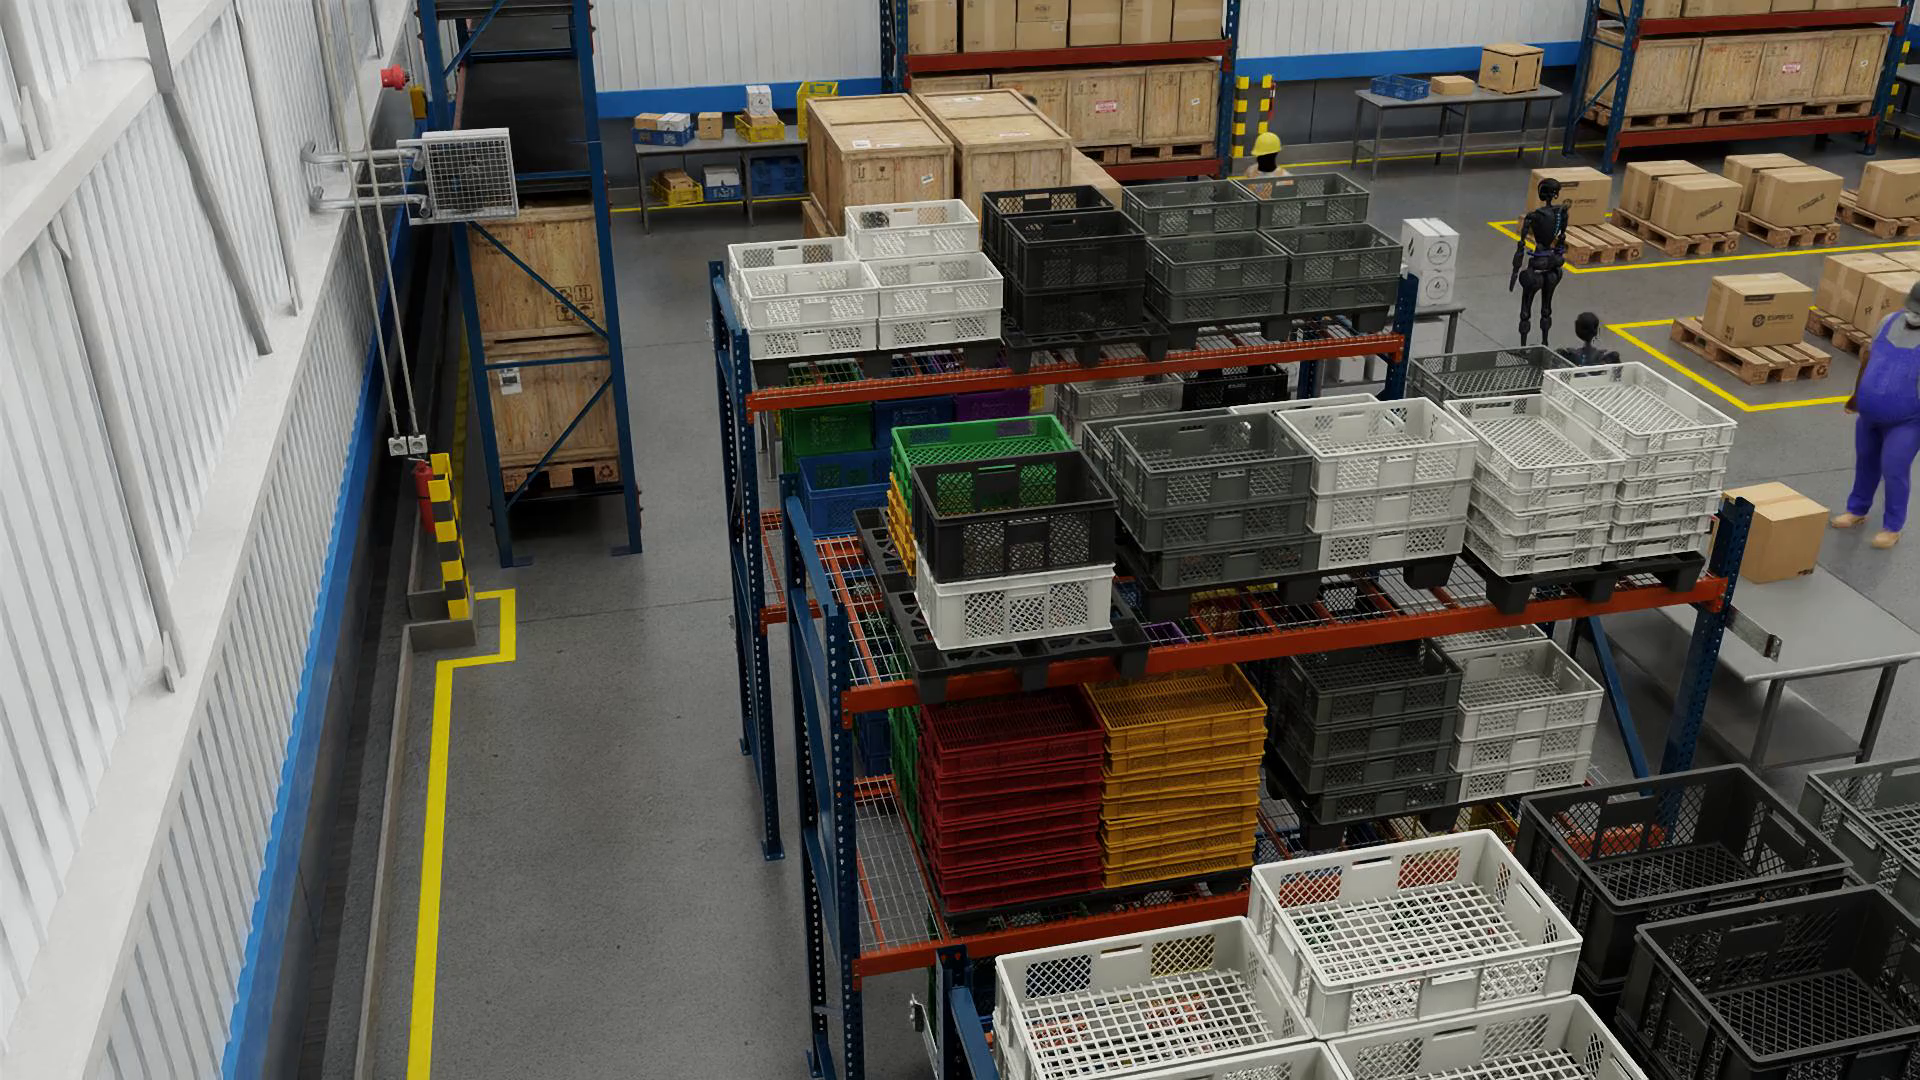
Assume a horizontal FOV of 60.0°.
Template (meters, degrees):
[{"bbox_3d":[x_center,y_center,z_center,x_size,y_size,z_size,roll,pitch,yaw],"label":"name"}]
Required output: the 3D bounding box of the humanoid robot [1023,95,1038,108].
[{"bbox_3d":[0.650,-4.132,18.443,0.785,1.643,0.575,11,30,19],"label":"humanoid robot"}]

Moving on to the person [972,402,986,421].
[{"bbox_3d":[0.162,-0.080,10.465,0.348,1.883,0.582,-24,36,-38],"label":"person"}]

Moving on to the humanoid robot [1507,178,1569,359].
[{"bbox_3d":[5.331,-2.505,15.287,0.572,1.652,0.339,-12,30,-22],"label":"humanoid robot"}]

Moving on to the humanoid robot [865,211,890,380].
[{"bbox_3d":[-0.826,-2.072,14.486,0.619,1.623,0.608,-12,30,-21],"label":"humanoid robot"}]

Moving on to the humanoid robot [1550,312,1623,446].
[{"bbox_3d":[4.511,-0.841,12.177,0.588,1.612,0.680,10,29,19],"label":"humanoid robot"}]

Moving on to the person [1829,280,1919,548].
[{"bbox_3d":[6.699,-0.954,11.958,0.541,2.000,0.738,-9,29,-17],"label":"person"}]

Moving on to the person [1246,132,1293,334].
[{"bbox_3d":[2.866,-2.919,15.808,0.383,1.922,0.592,-19,33,-31],"label":"person"}]
